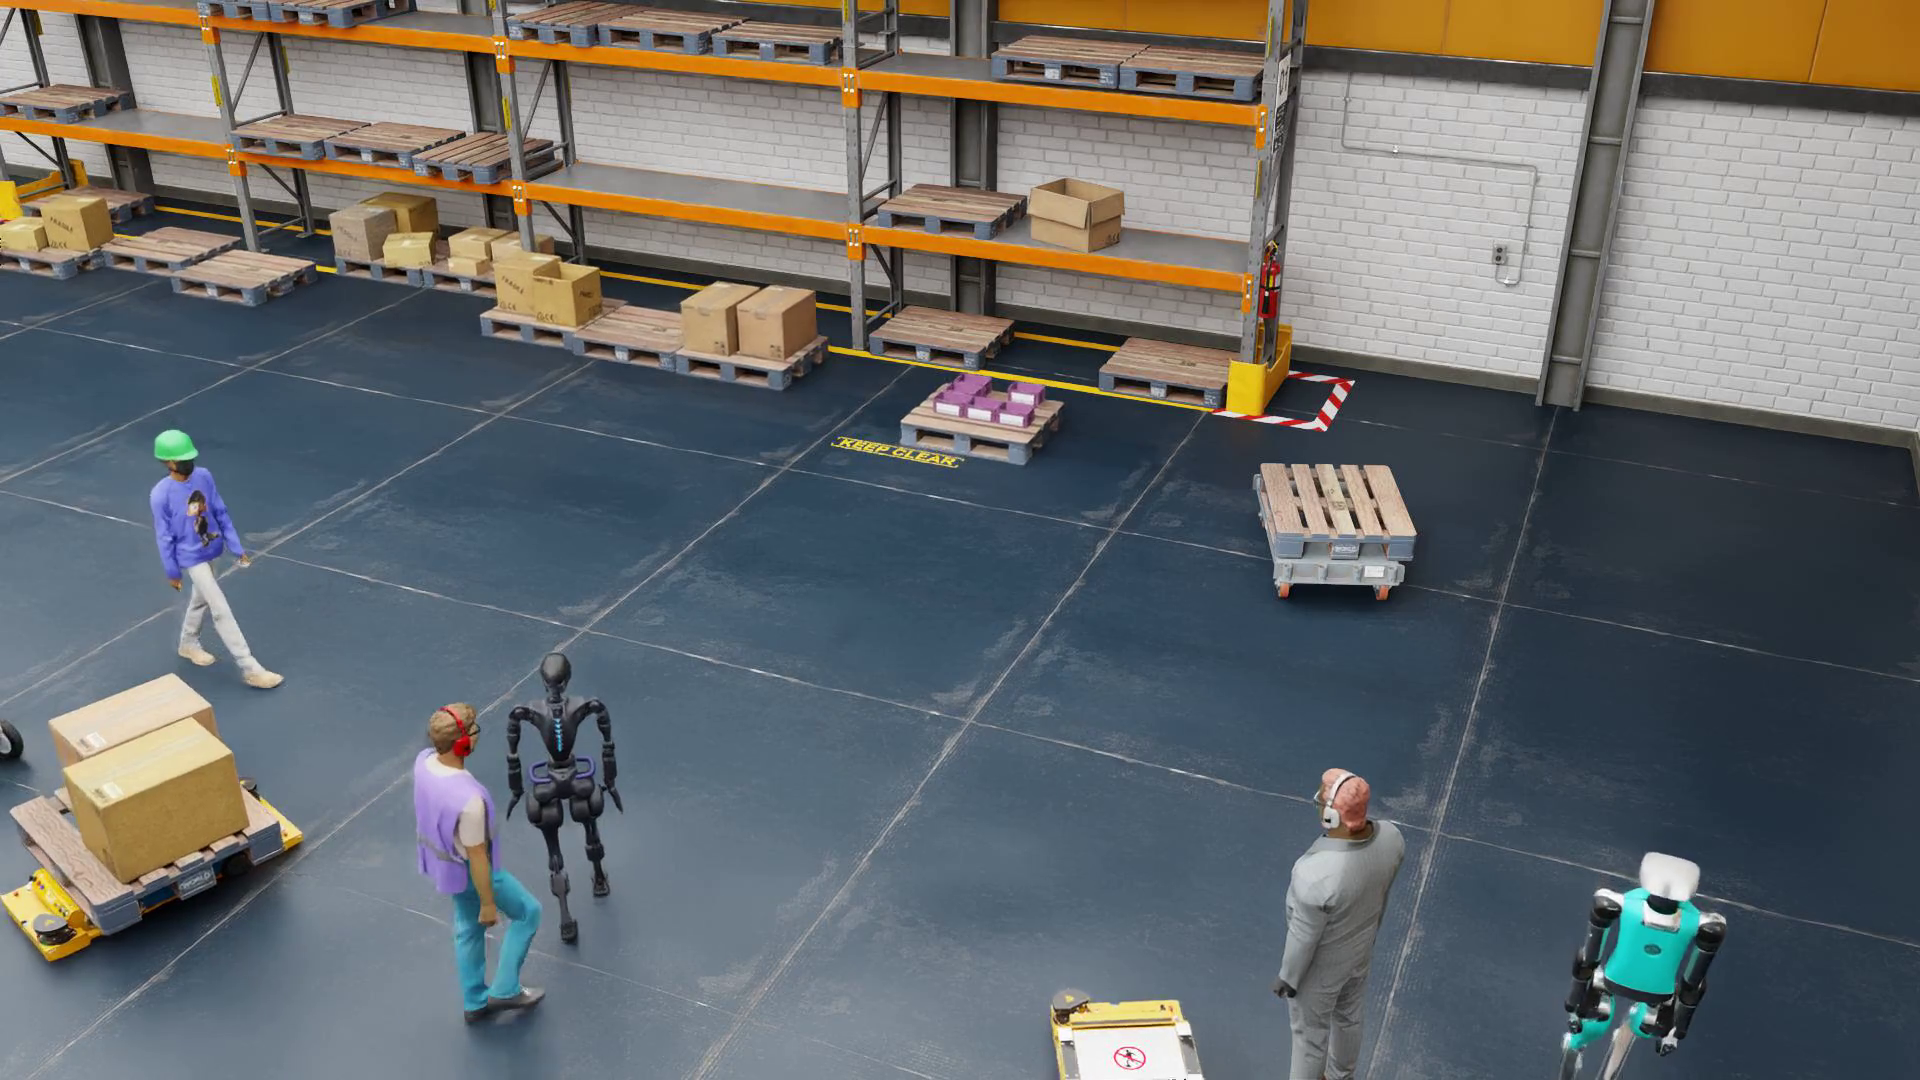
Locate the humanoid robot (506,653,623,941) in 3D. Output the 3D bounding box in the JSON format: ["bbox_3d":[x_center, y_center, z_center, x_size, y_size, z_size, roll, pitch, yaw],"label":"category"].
[{"bbox_3d":[-2.126,1.323,8.867,0.608,1.646,0.614,-7,28,-14],"label":"humanoid robot"}]

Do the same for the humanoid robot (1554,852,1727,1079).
[{"bbox_3d":[2.979,2.047,7.446,0.546,1.849,0.777,9,29,17],"label":"humanoid robot"}]

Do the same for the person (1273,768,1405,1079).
[{"bbox_3d":[1.665,1.852,7.560,0.640,1.905,0.414,-20,34,-34],"label":"person"}]

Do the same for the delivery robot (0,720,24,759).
[{"bbox_3d":[-6.260,1.210,10.294,0.785,0.613,0.525,9,29,17],"label":"delivery robot"}]

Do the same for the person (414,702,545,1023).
[{"bbox_3d":[-2.351,1.593,8.138,0.572,1.823,0.520,24,36,38],"label":"person"}]

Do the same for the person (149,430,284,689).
[{"bbox_3d":[-5.044,0.102,11.046,0.944,1.832,0.466,10,29,18],"label":"person"}]

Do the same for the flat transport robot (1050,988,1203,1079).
[{"bbox_3d":[0.821,2.662,7.770,0.659,0.231,1.431,-2,27,-3],"label":"flat transport robot"}]

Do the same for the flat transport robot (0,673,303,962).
[{"bbox_3d":[-4.551,1.822,9.398,0.659,0.231,1.431,23,35,38],"label":"flat transport robot"}]
